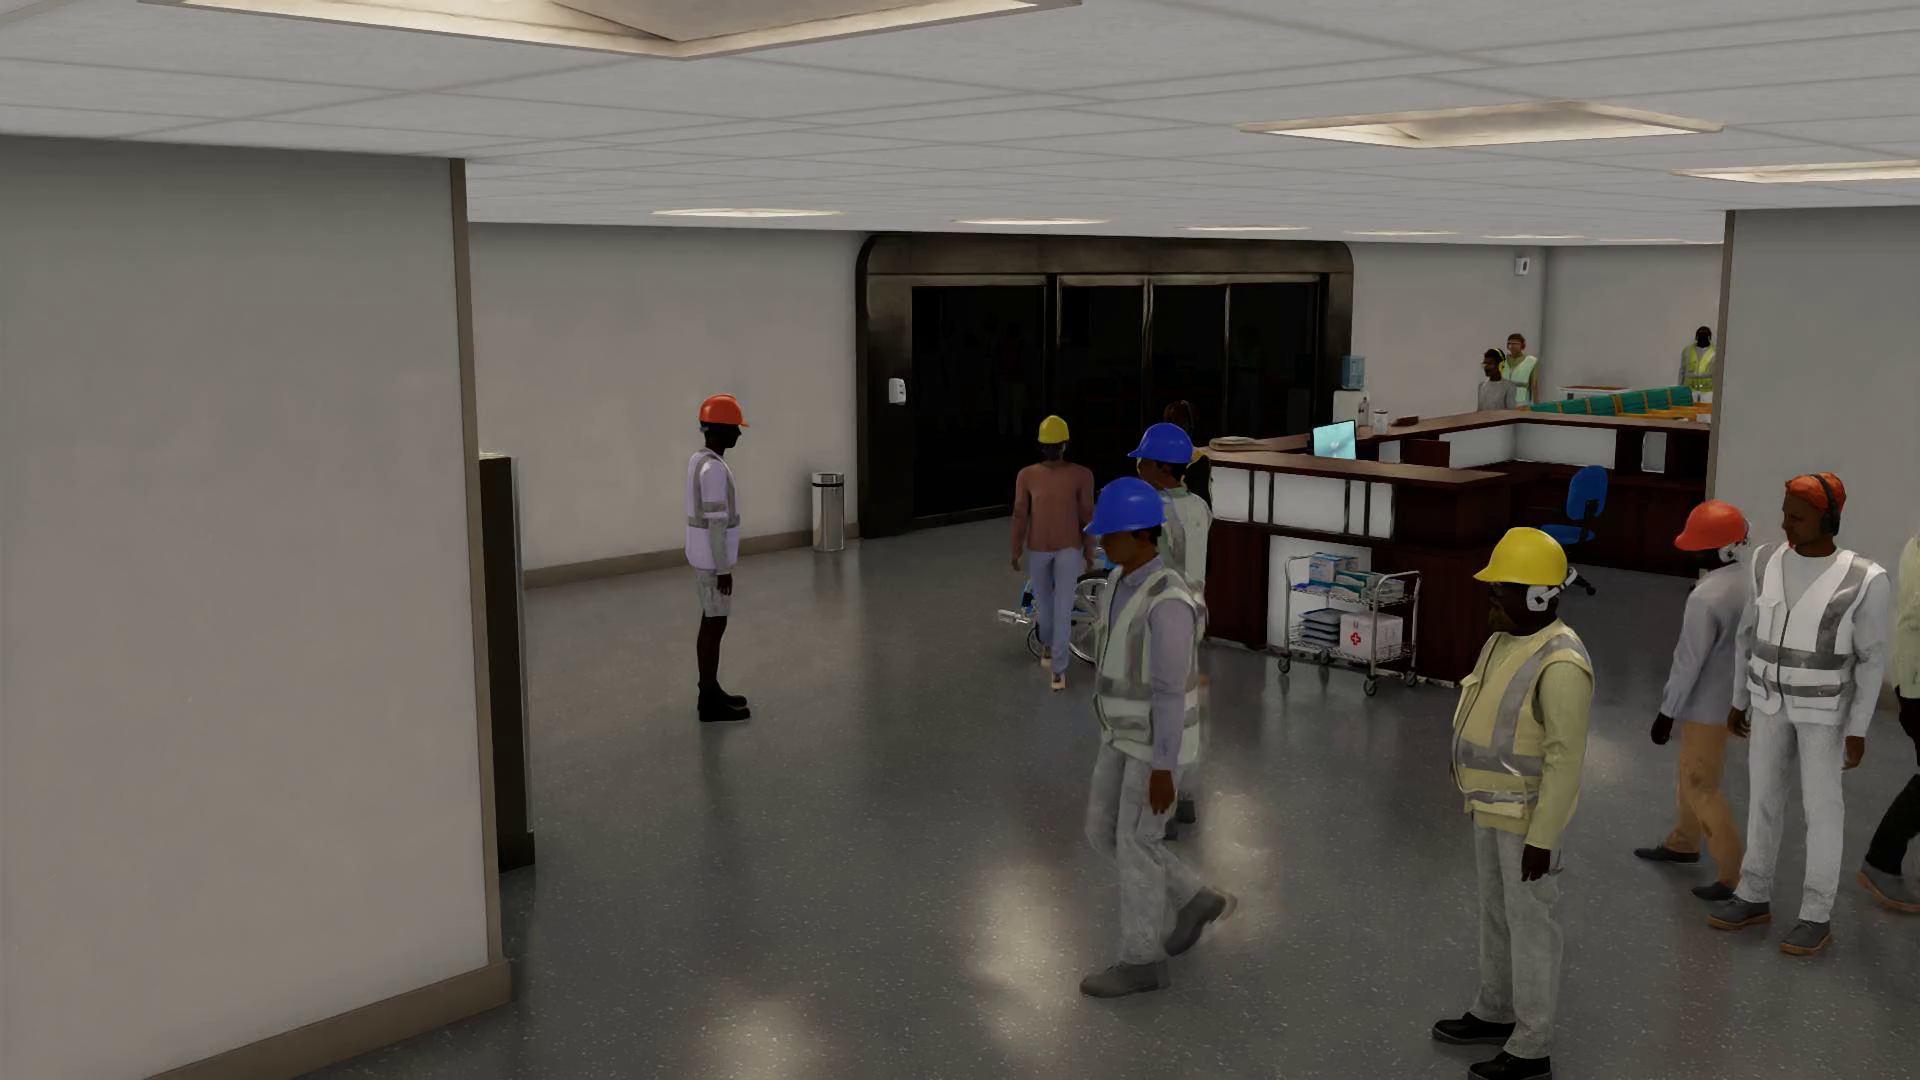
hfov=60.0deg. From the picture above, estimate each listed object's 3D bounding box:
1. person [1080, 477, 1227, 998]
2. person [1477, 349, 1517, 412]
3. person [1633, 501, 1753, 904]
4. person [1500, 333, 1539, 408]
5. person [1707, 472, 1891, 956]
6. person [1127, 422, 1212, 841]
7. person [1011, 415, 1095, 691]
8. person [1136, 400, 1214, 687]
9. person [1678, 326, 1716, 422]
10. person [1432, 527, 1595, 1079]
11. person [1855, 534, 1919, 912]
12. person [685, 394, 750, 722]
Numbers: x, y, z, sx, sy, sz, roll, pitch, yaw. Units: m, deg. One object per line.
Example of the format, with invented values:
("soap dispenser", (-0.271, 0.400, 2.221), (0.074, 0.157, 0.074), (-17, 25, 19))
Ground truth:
("person", (0.693, 0.717, 6.061), (0.543, 1.925, 0.644), (-3, 10, -15))
("person", (5.315, -0.978, 16.639), (0.314, 1.866, 0.535), (-5, 10, -28))
("person", (3.170, 0.672, 7.055), (0.591, 1.702, 0.636), (-9, 13, -43))
("person", (7.199, -1.771, 21.610), (0.575, 1.827, 0.461), (8, 13, 42))
("person", (3.278, 0.666, 6.499), (0.355, 1.886, 0.572), (-6, 11, -31))
("person", (0.963, 0.424, 7.781), (0.375, 1.950, 0.614), (5, 11, 29))
("person", (0.609, 0.044, 10.805), (0.531, 1.731, 0.863), (3, 10, 15))
("person", (1.380, 0.030, 10.583), (0.431, 1.836, 0.618), (-5, 11, -30))
("person", (10.756, -2.187, 24.168), (0.631, 1.836, 0.429), (7, 12, 36))
("person", (1.812, 0.864, 5.448), (0.404, 1.833, 0.589), (-1, 9, -3))
("person", (4.069, 0.582, 6.844), (0.645, 1.953, 0.410), (-6, 11, -33))
("person", (-1.421, 0.102, 9.829), (0.390, 1.929, 0.545), (-3, 10, -15))
